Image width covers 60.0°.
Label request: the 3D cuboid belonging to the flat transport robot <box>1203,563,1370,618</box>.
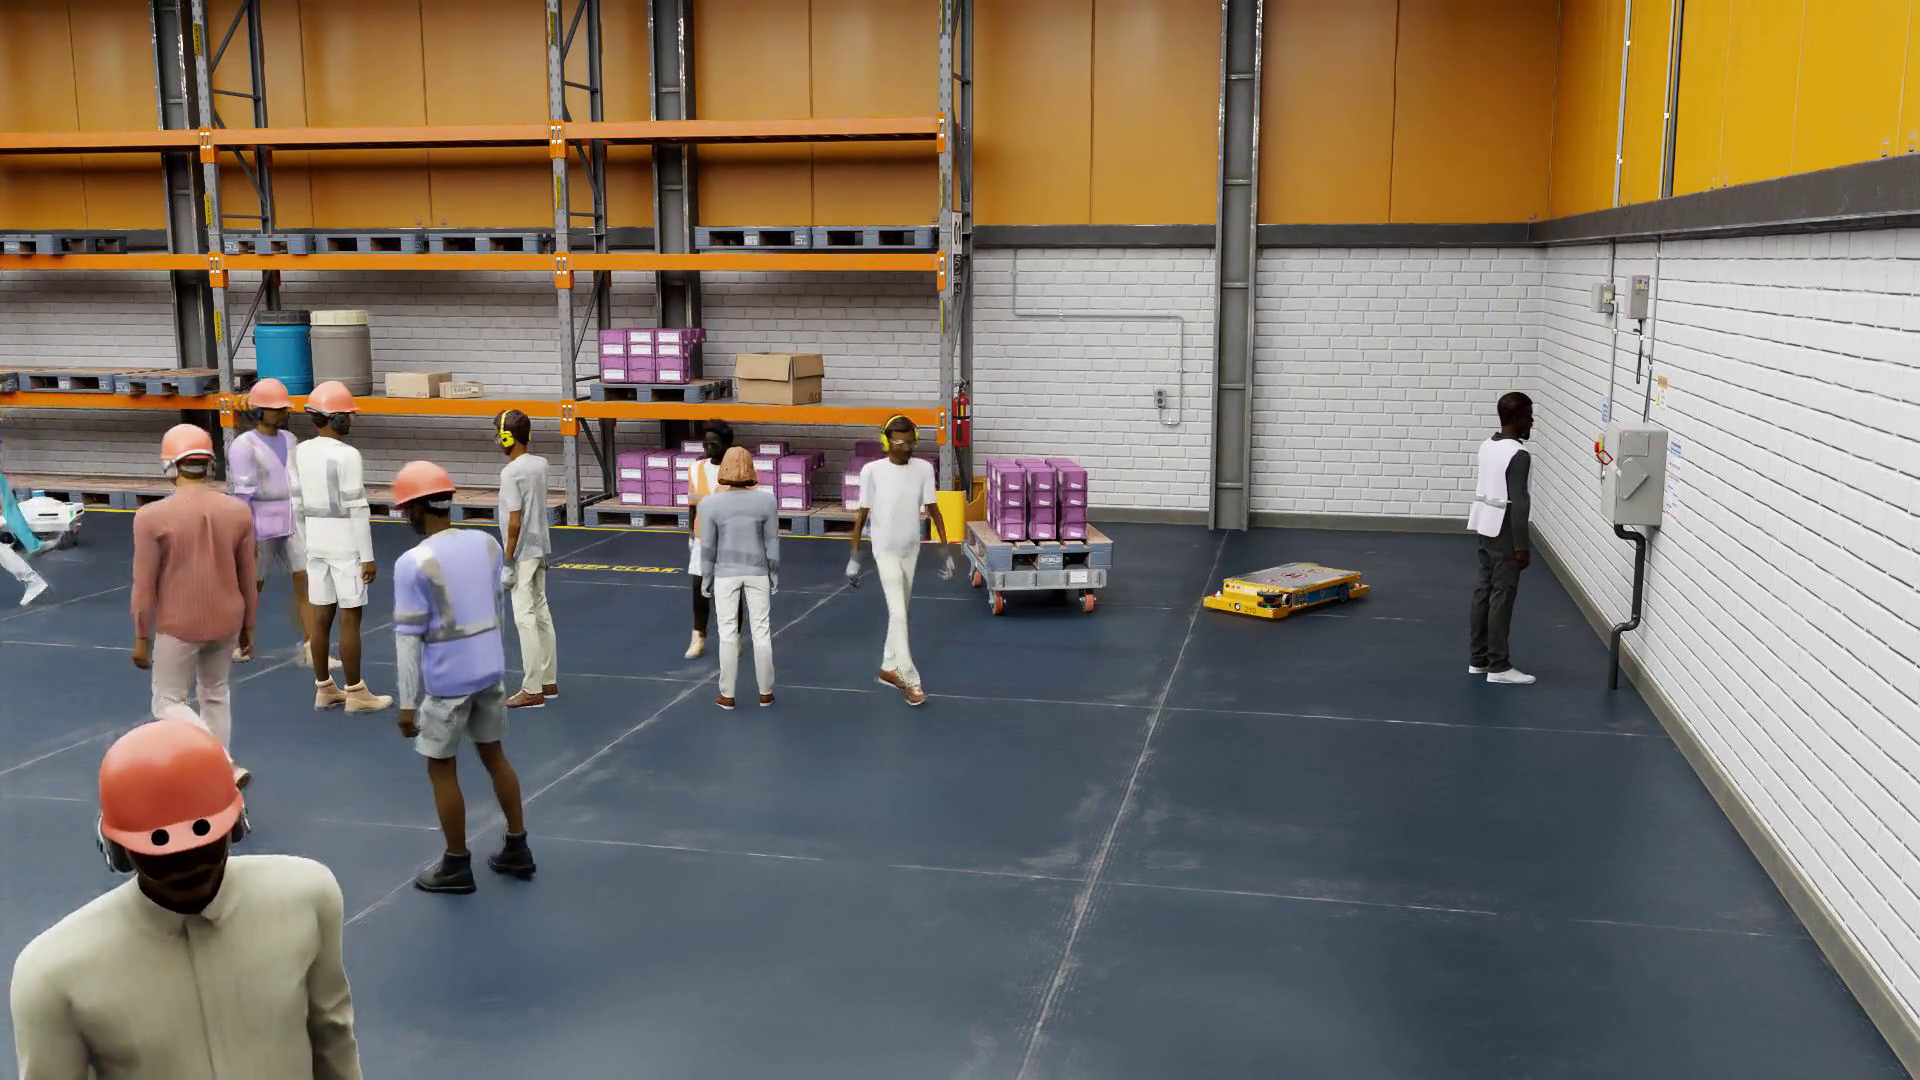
[{"bbox_3d":[2.654,0.391,13.421,0.652,0.197,1.431,9,13,43],"label":"flat transport robot"}]

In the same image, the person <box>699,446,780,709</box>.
[{"bbox_3d":[-1.360,0.237,10.307,0.498,1.634,0.281,-3,10,-15],"label":"person"}]

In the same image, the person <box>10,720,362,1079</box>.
[{"bbox_3d":[-1.433,1.275,3.195,0.635,1.956,0.708,-7,12,-38],"label":"person"}]

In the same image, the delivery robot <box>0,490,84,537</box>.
[{"bbox_3d":[-8.851,-0.236,16.018,0.707,0.478,0.477,-2,10,-10],"label":"delivery robot"}]

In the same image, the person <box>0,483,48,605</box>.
[{"bbox_3d":[-7.823,-0.316,13.365,0.853,1.708,0.495,-1,10,-9],"label":"person"}]

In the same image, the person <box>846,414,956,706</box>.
[{"bbox_3d":[-0.337,0.118,10.449,0.666,1.816,0.916,-5,11,-29],"label":"person"}]

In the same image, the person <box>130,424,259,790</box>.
[{"bbox_3d":[-3.733,0.417,8.209,0.672,1.979,0.634,7,12,34],"label":"person"}]

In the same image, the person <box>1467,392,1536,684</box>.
[{"bbox_3d":[3.577,-0.021,10.992,0.398,1.920,0.589,-1,10,-6],"label":"person"}]

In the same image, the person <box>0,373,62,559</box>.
[{"bbox_3d":[-8.838,-0.654,15.162,0.636,1.786,0.886,8,12,39],"label":"person"}]

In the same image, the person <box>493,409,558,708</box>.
[{"bbox_3d":[-2.721,0.117,10.338,0.328,1.865,0.521,2,10,13],"label":"person"}]

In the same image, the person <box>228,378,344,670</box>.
[{"bbox_3d":[-4.729,-0.102,11.283,1.037,2.002,0.628,3,10,19],"label":"person"}]

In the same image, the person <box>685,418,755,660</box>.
[{"bbox_3d":[-1.665,0.002,11.534,0.552,1.692,0.372,3,10,18],"label":"person"}]

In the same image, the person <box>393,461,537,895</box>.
[{"bbox_3d":[-2.208,0.607,7.293,0.520,1.908,0.614,6,11,32],"label":"person"}]

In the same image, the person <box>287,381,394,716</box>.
[{"bbox_3d":[-3.801,0.052,10.185,0.605,2.045,0.379,6,11,30],"label":"person"}]
